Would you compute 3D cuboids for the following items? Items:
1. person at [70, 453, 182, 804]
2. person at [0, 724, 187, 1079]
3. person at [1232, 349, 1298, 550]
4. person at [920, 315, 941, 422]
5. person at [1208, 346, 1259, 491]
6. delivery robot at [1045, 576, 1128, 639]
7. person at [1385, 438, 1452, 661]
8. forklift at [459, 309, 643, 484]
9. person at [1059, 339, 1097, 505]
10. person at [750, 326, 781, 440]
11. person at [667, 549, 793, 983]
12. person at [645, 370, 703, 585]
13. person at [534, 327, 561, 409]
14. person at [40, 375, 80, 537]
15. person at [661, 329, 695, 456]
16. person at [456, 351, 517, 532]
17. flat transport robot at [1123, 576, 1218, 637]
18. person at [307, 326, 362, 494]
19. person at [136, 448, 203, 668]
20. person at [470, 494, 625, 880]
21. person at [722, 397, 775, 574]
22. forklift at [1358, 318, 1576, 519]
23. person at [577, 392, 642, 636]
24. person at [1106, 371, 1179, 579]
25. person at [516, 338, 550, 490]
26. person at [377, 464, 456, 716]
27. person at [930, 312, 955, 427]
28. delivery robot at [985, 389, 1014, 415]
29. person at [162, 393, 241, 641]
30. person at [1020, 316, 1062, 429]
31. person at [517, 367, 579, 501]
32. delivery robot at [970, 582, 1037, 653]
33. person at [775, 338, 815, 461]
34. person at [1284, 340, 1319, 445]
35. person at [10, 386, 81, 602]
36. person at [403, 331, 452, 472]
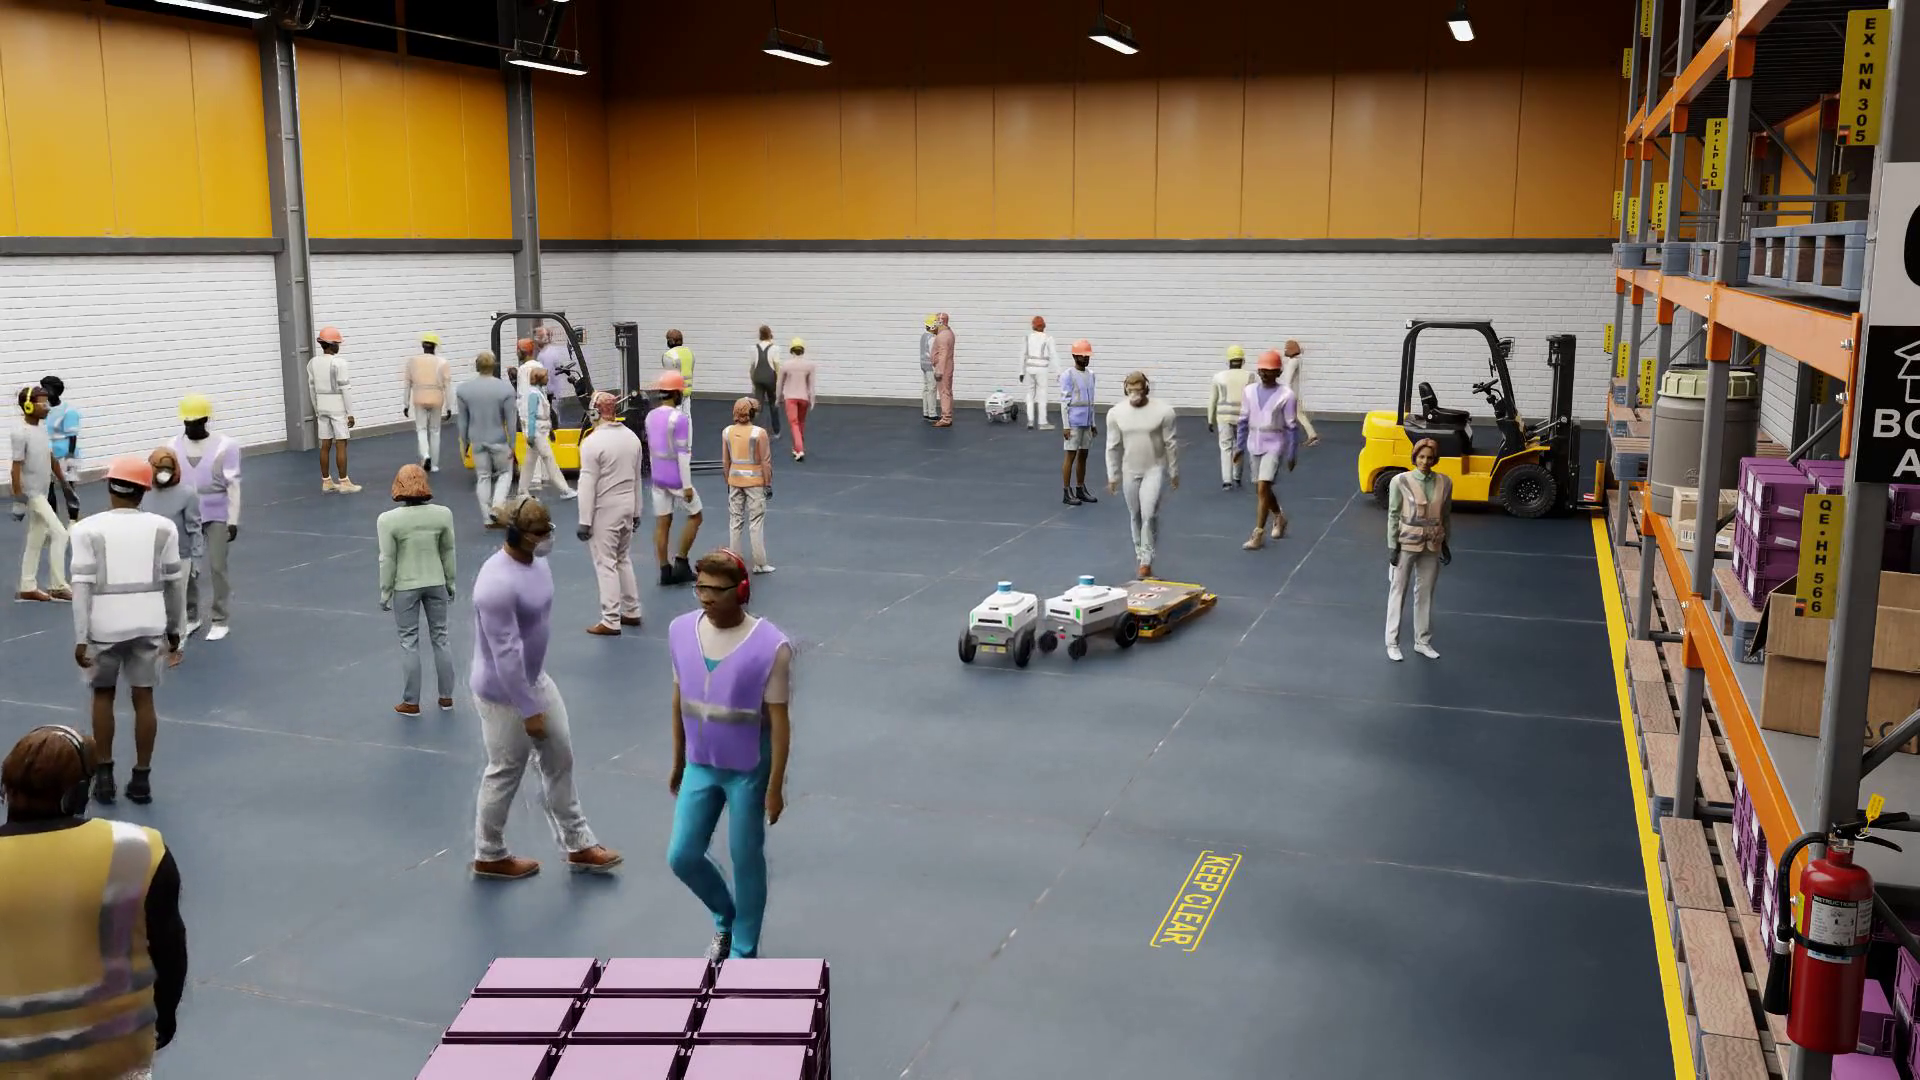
[{"bbox_3d":[-4.557,0.481,9.142,0.586,1.885,0.573,-8,13,-37],"label":"person"},{"bbox_3d":[-2.405,1.364,4.467,0.634,1.775,1.015,-4,11,-22],"label":"person"},{"bbox_3d":[3.136,-0.939,16.827,0.609,2.008,0.983,9,14,42],"label":"person"},{"bbox_3d":[-0.477,-2.955,28.644,0.404,1.833,0.588,-4,11,-19],"label":"person"},{"bbox_3d":[3.397,-1.519,20.695,0.611,1.794,0.845,0,10,2],"label":"person"},{"bbox_3d":[0.949,0.511,12.462,0.477,0.478,0.707,8,13,38],"label":"delivery robot"},{"bbox_3d":[3.357,0.067,12.179,0.514,1.637,0.314,-2,10,-13],"label":"person"},{"bbox_3d":[-5.354,-1.902,21.697,2.313,2.155,1.214,-2,10,-13],"label":"forklift"},{"bbox_3d":[1.411,-1.380,19.482,0.357,1.937,0.550,10,14,44],"label":"person"},{"bbox_3d":[-2.973,-2.393,25.596,0.552,1.784,0.990,2,10,10],"label":"person"},{"bbox_3d":[-0.945,0.932,6.749,0.603,1.830,0.452,5,11,25],"label":"person"},{"bbox_3d":[-2.524,-0.552,14.849,0.569,1.924,0.496,8,13,39],"label":"person"},{"bbox_3d":[-5.842,-2.051,23.403,0.477,1.885,0.651,-4,11,-21],"label":"person"},{"bbox_3d":[-9.374,-0.867,17.284,0.564,1.689,0.365,4,11,19],"label":"person"},{"bbox_3d":[-4.037,-2.076,23.677,0.429,1.844,0.627,5,11,26],"label":"person"},{"bbox_3d":[-4.976,-1.031,17.567,0.629,1.926,0.457,0,10,-1],"label":"person"},{"bbox_3d":[1.524,0.527,13.433,0.652,0.197,1.431,6,11,29],"label":"flat transport robot"},{"bbox_3d":[-7.646,-1.582,20.321,0.607,2.044,0.378,4,11,23],"label":"person"},{"bbox_3d":[-5.626,0.155,11.745,0.524,1.599,0.743,-3,10,-14],"label":"person"},{"bbox_3d":[-1.974,0.723,7.781,0.807,1.885,0.705,1,10,7],"label":"person"},{"bbox_3d":[-1.960,-0.499,15.359,0.514,1.641,0.307,5,11,25],"label":"person"},{"bbox_3d":[5.787,-1.437,19.079,2.313,2.155,1.214,3,11,19],"label":"forklift"},{"bbox_3d":[-2.761,-0.206,13.000,0.400,1.896,0.651,4,11,22],"label":"person"},{"bbox_3d":[1.646,-0.593,15.161,0.646,1.894,0.858,4,11,20],"label":"person"},{"bbox_3d":[-5.321,-1.561,20.650,0.337,1.882,0.585,2,10,10],"label":"person"},{"bbox_3d":[-3.502,0.321,10.759,0.507,1.633,0.278,-8,13,-39],"label":"person"},{"bbox_3d":[-0.299,-2.848,27.836,0.404,1.909,0.636,2,10,11],"label":"person"},{"bbox_3d":[0.679,-2.361,28.637,0.477,0.478,0.707,3,11,17],"label":"delivery robot"},{"bbox_3d":[-5.819,-0.179,12.793,0.607,1.915,0.430,-1,10,-4],"label":"person"},{"bbox_3d":[1.324,-2.737,27.352,0.758,1.869,0.409,6,12,32],"label":"person"},{"bbox_3d":[-4.867,-1.237,19.605,0.836,1.592,0.548,-1,10,-7],"label":"person"},{"bbox_3d":[0.326,0.552,12.228,0.477,0.478,0.707,3,11,18],"label":"delivery robot"},{"bbox_3d":[-2.304,-1.990,23.515,0.529,1.727,0.888,-4,11,-22],"label":"person"},{"bbox_3d":[5.075,-2.233,25.243,0.829,1.596,0.510,3,10,14],"label":"person"},{"bbox_3d":[-7.717,-0.380,14.114,0.715,1.843,0.518,-2,10,-12],"label":"person"},{"bbox_3d":[-7.077,-1.823,22.101,0.641,1.898,0.614,-3,10,-15],"label":"person"}]
